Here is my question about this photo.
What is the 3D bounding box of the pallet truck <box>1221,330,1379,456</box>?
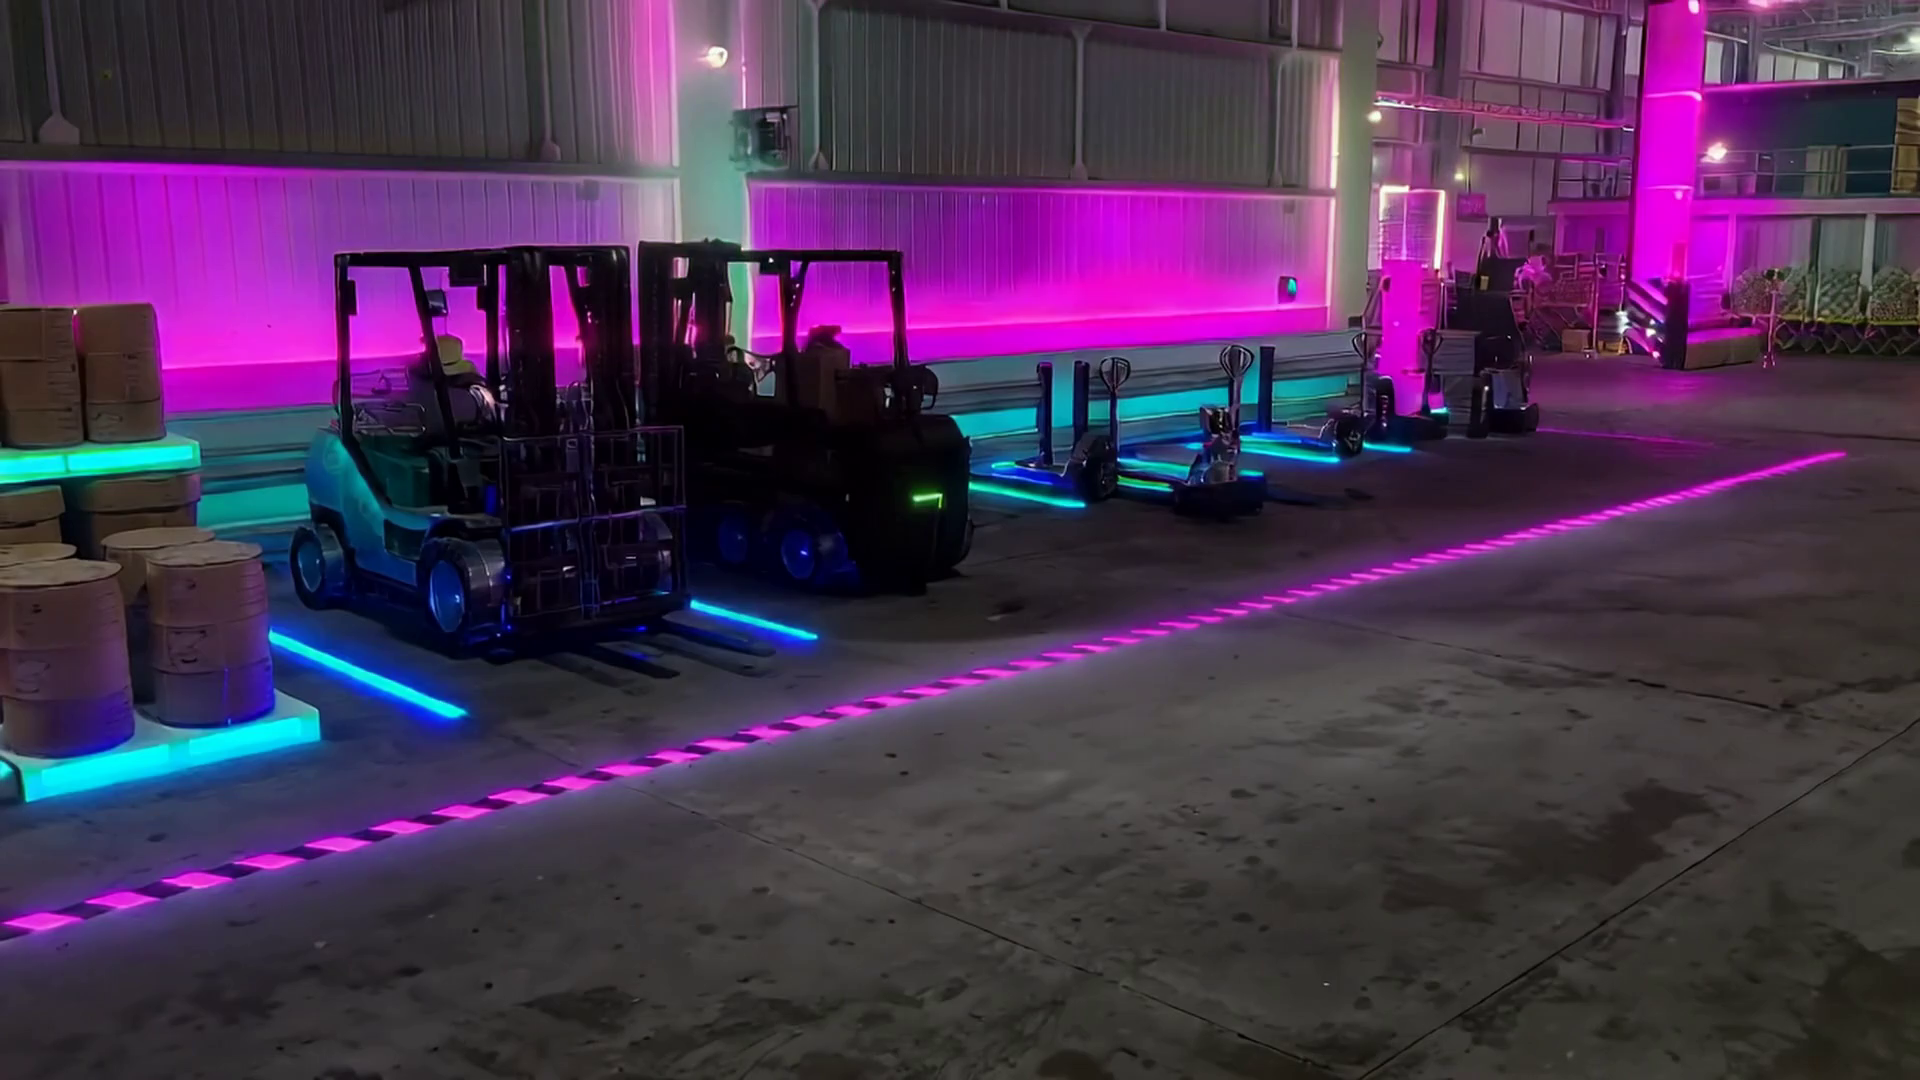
[{"bbox_3d":[3.563,-1.581,17.381,0.653,1.274,1.630,-10,14,-44],"label":"pallet truck"}]

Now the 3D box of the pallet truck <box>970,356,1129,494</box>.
[{"bbox_3d":[0.784,-1.085,14.876,0.680,1.201,1.601,-10,14,-44],"label":"pallet truck"}]

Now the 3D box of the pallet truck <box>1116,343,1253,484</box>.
[{"bbox_3d":[1.962,-1.215,15.415,1.522,1.261,0.704,10,14,43],"label":"pallet truck"}]

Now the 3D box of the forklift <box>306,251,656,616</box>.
[{"bbox_3d":[-2.833,-0.669,9.694,1.157,1.987,2.680,-10,14,-44],"label":"forklift"}]

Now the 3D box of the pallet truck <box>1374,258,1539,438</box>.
[{"bbox_3d":[5.704,-2.208,18.901,1.885,1.965,0.823,10,14,43],"label":"pallet truck"}]

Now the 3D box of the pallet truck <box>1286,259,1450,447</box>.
[{"bbox_3d":[4.493,-2.078,18.196,0.823,1.965,1.885,-9,14,-40],"label":"pallet truck"}]

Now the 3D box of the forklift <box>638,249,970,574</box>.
[{"bbox_3d":[-1.173,-0.958,11.239,2.680,1.987,1.157,10,14,43],"label":"forklift"}]
